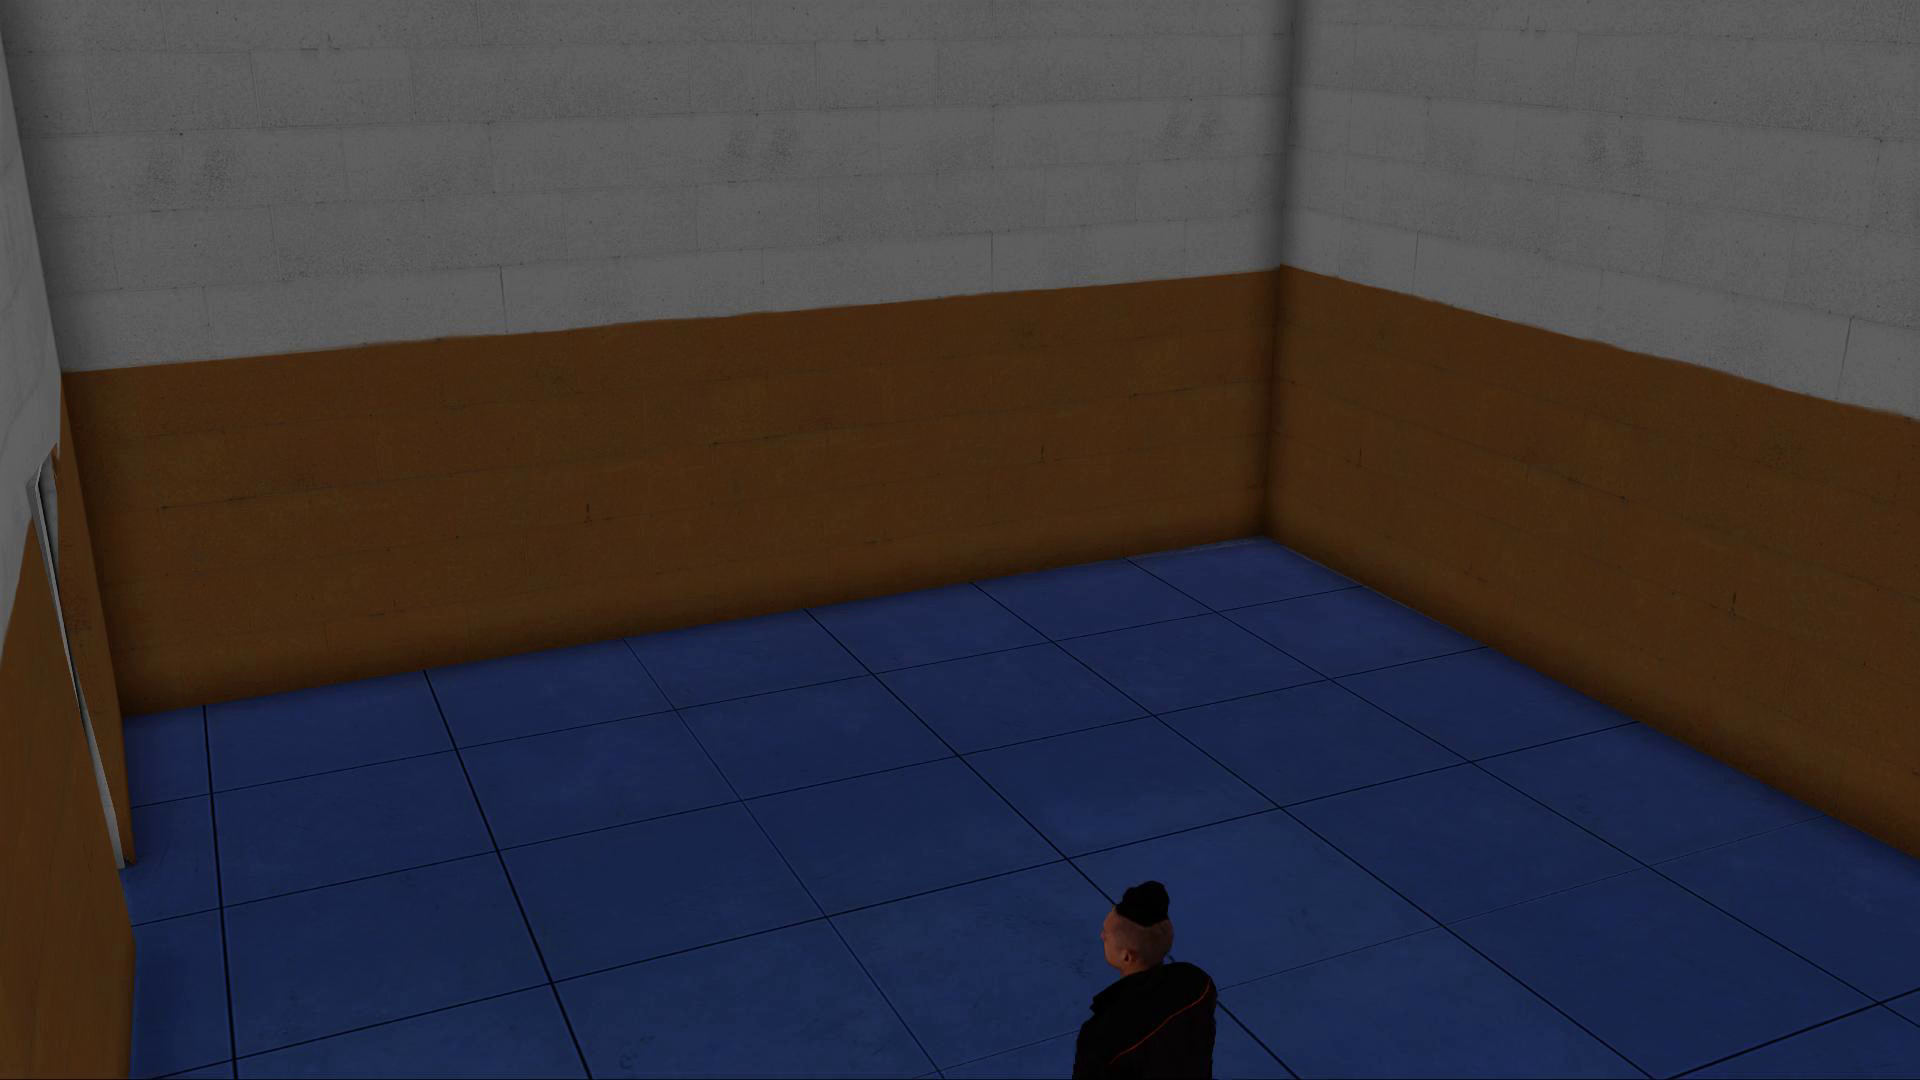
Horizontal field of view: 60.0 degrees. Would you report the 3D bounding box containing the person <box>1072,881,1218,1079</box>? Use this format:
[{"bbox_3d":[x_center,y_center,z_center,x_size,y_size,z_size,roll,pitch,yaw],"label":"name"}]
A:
[{"bbox_3d":[0.591,1.867,5.039,0.949,1.858,0.813,16,24,39],"label":"person"}]
